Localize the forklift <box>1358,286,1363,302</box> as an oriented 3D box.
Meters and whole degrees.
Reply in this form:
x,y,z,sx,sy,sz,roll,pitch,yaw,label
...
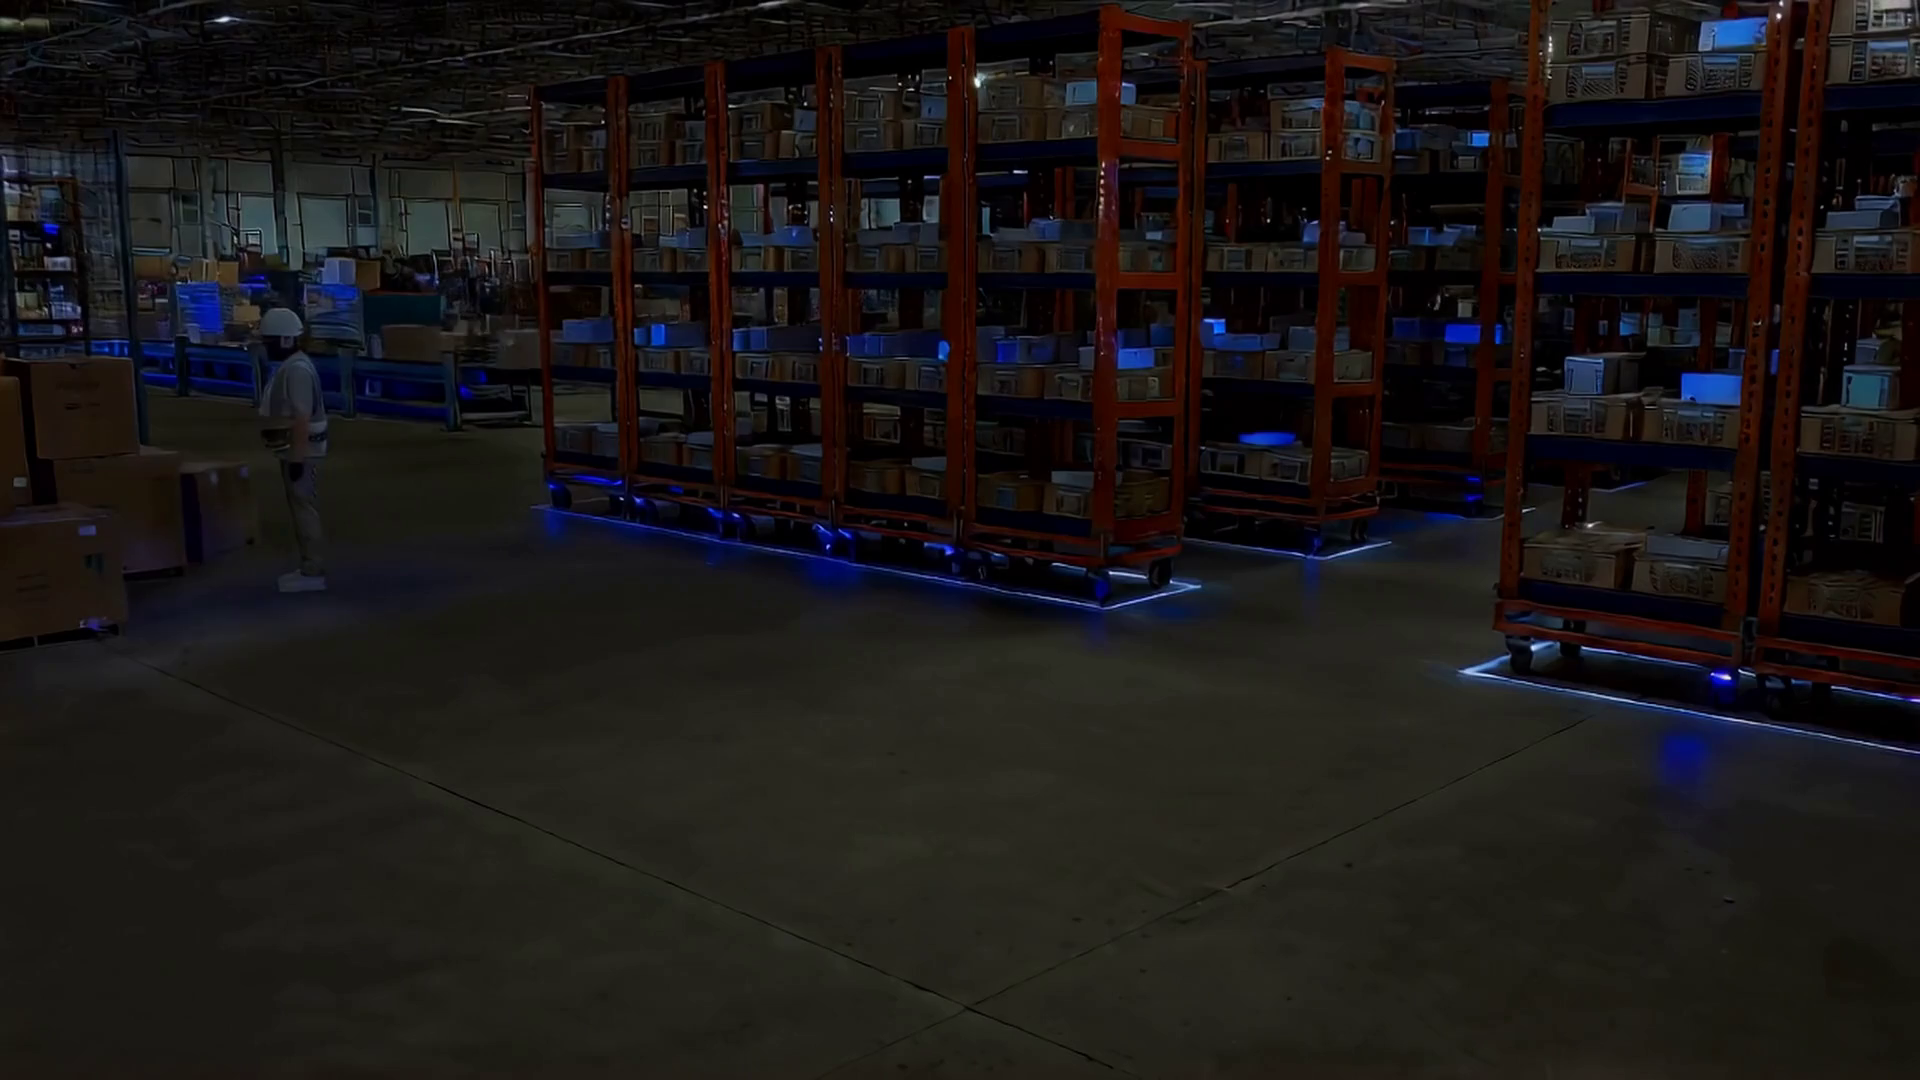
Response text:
x,y,z,sx,sy,sz,roll,pitch,yaw,label
11.100,-7.017,46.970,1.873,2.768,1.129,9,13,43,forklift

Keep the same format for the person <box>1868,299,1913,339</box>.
x,y,z,sx,sy,sz,roll,pitch,yaw,label
10.177,-1.800,18.180,0.579,1.833,0.607,8,12,41,person

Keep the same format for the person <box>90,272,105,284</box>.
x,y,z,sx,sy,sz,roll,pitch,yaw,label
-36.173,-10.271,69.832,0.584,1.928,0.374,-9,13,-42,person

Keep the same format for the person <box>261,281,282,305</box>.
x,y,z,sx,sy,sz,roll,pitch,yaw,label
-19.239,-6.372,46.536,0.588,1.724,0.591,-6,11,-33,person

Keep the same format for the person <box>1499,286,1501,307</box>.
x,y,z,sx,sy,sz,roll,pitch,yaw,label
14.423,-5.974,44.445,0.521,1.606,0.619,-3,10,-16,person

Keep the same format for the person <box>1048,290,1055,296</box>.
x,y,z,sx,sy,sz,roll,pitch,yaw,label
3.303,-8.475,59.650,0.848,1.656,0.538,7,11,36,person

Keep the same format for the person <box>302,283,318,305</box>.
x,y,z,sx,sy,sz,roll,pitch,yaw,label
-24.171,-9.017,61.920,0.615,2.011,0.635,3,10,19,person

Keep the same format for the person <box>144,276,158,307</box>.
x,y,z,sx,sy,sz,roll,pitch,yaw,label
-31.969,-9.528,65.733,0.630,1.776,1.011,3,10,17,person

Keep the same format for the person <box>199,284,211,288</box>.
x,y,z,sx,sy,sz,roll,pitch,yaw,label
-30.903,-9.951,68.180,0.557,1.825,0.647,0,9,-1,person

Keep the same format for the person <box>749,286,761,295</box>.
x,y,z,sx,sy,sz,roll,pitch,yaw,label
-8.670,-10.392,70.619,0.624,1.911,1.001,3,10,18,person

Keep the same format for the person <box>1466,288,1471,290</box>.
x,y,z,sx,sy,sz,roll,pitch,yaw,label
21.702,-10.246,70.697,0.854,1.578,0.510,-2,10,-14,person

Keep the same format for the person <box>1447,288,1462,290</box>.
x,y,z,sx,sy,sz,roll,pitch,yaw,label
17.761,-8.614,59.731,0.411,1.911,0.643,-9,13,-43,person

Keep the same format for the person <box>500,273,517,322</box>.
x,y,z,sx,sy,sz,roll,pitch,yaw,label
-15.568,-8.243,57.422,0.557,1.916,0.476,-2,9,-12,person

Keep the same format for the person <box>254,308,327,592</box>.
x,y,z,sx,sy,sz,roll,pitch,yaw,label
-4.302,-0.578,10.737,0.404,1.824,0.586,-5,10,-26,person

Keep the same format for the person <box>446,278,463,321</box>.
x,y,z,sx,sy,sz,roll,pitch,yaw,label
-13.597,-6.168,45.018,0.689,1.831,0.533,8,12,42,person

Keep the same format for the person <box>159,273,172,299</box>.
x,y,z,sx,sy,sz,roll,pitch,yaw,label
-33.685,-10.406,70.748,0.661,1.893,0.976,2,9,12,person
